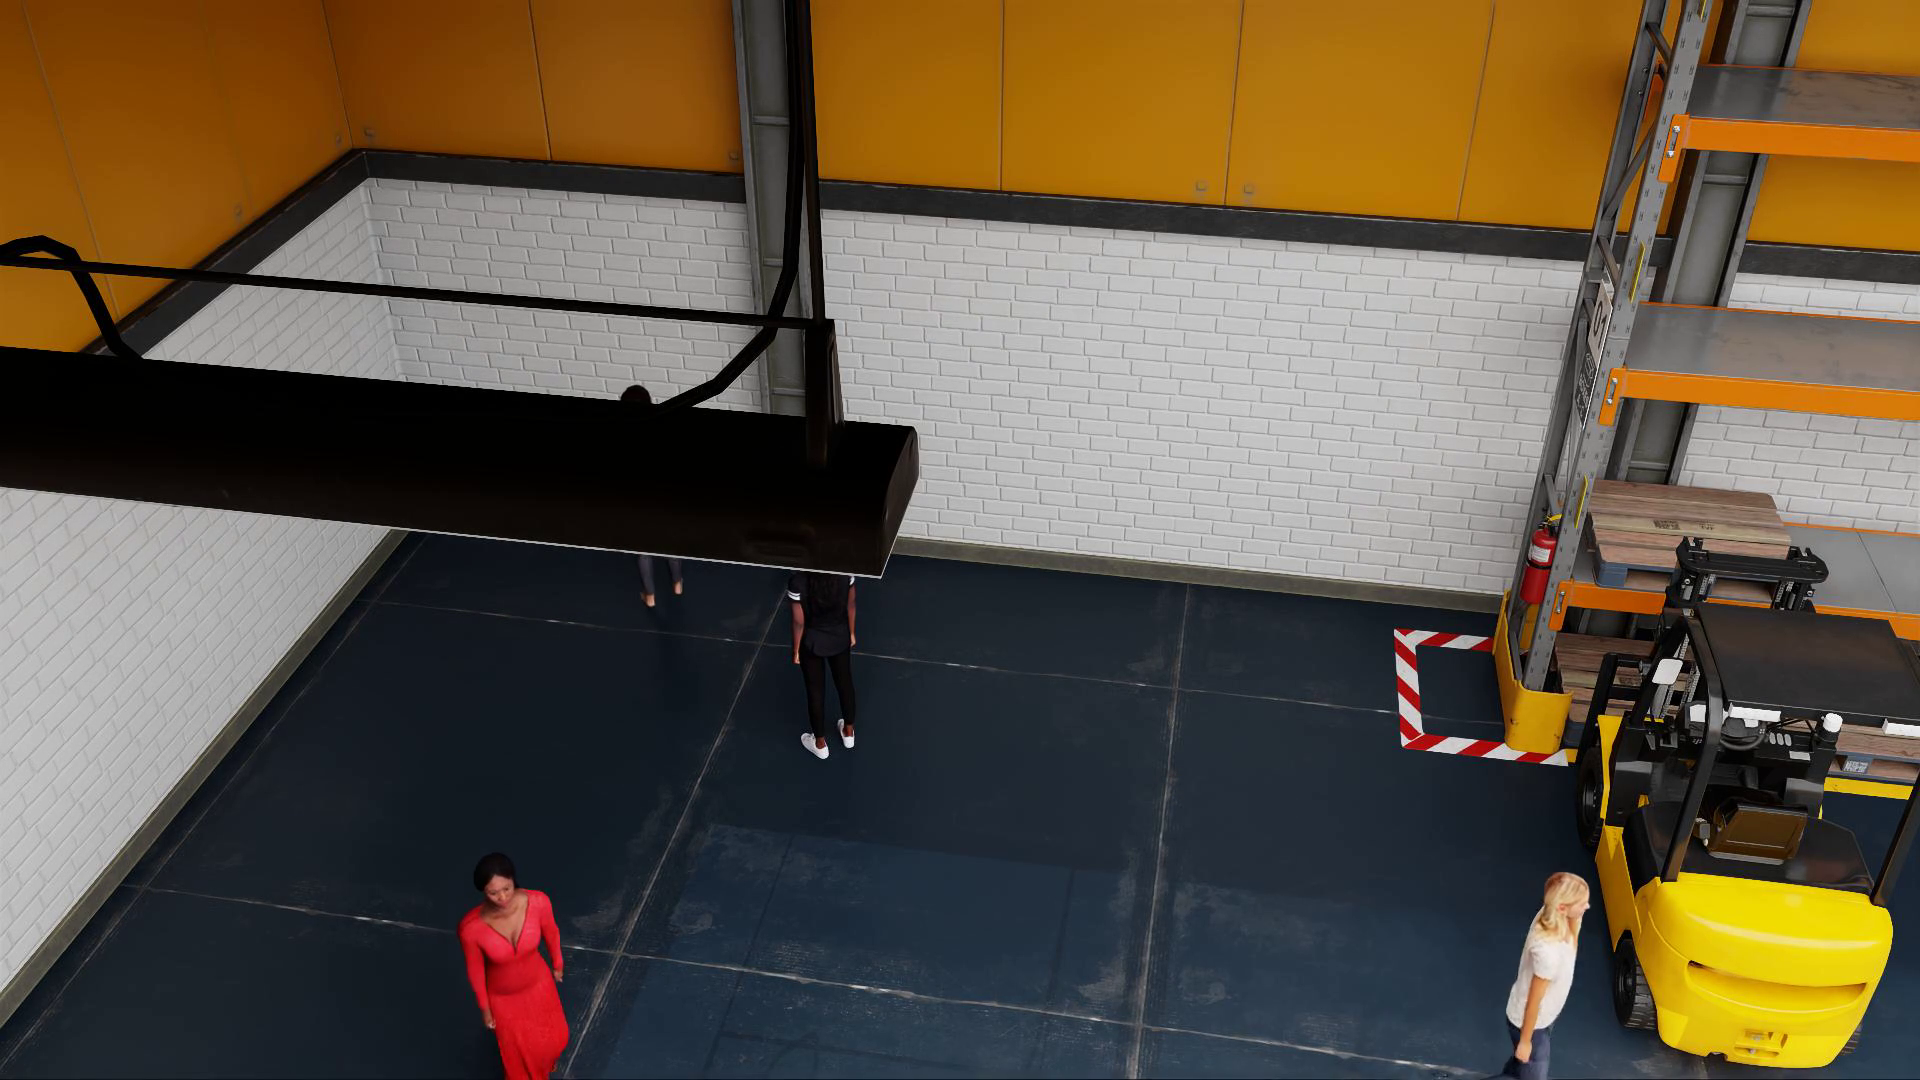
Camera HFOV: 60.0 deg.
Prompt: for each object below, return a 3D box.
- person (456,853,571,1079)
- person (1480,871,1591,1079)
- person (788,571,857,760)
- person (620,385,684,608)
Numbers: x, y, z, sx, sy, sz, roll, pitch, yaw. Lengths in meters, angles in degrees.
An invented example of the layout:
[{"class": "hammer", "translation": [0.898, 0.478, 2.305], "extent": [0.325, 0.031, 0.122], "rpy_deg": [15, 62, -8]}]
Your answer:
[{"class": "person", "translation": [-2.231, 2.172, 8.314], "extent": [0.821, 1.772, 0.872], "rpy_deg": [-15, 37, -22]}, {"class": "person", "translation": [2.696, 2.290, 8.102], "extent": [0.868, 1.801, 0.734], "rpy_deg": [15, 36, 21]}, {"class": "person", "translation": [-0.865, 0.646, 10.639], "extent": [0.706, 1.729, 0.778], "rpy_deg": [-17, 37, -24]}, {"class": "person", "translation": [-2.247, -0.329, 12.065], "extent": [0.680, 1.774, 0.776], "rpy_deg": [-12, 36, -18]}]
